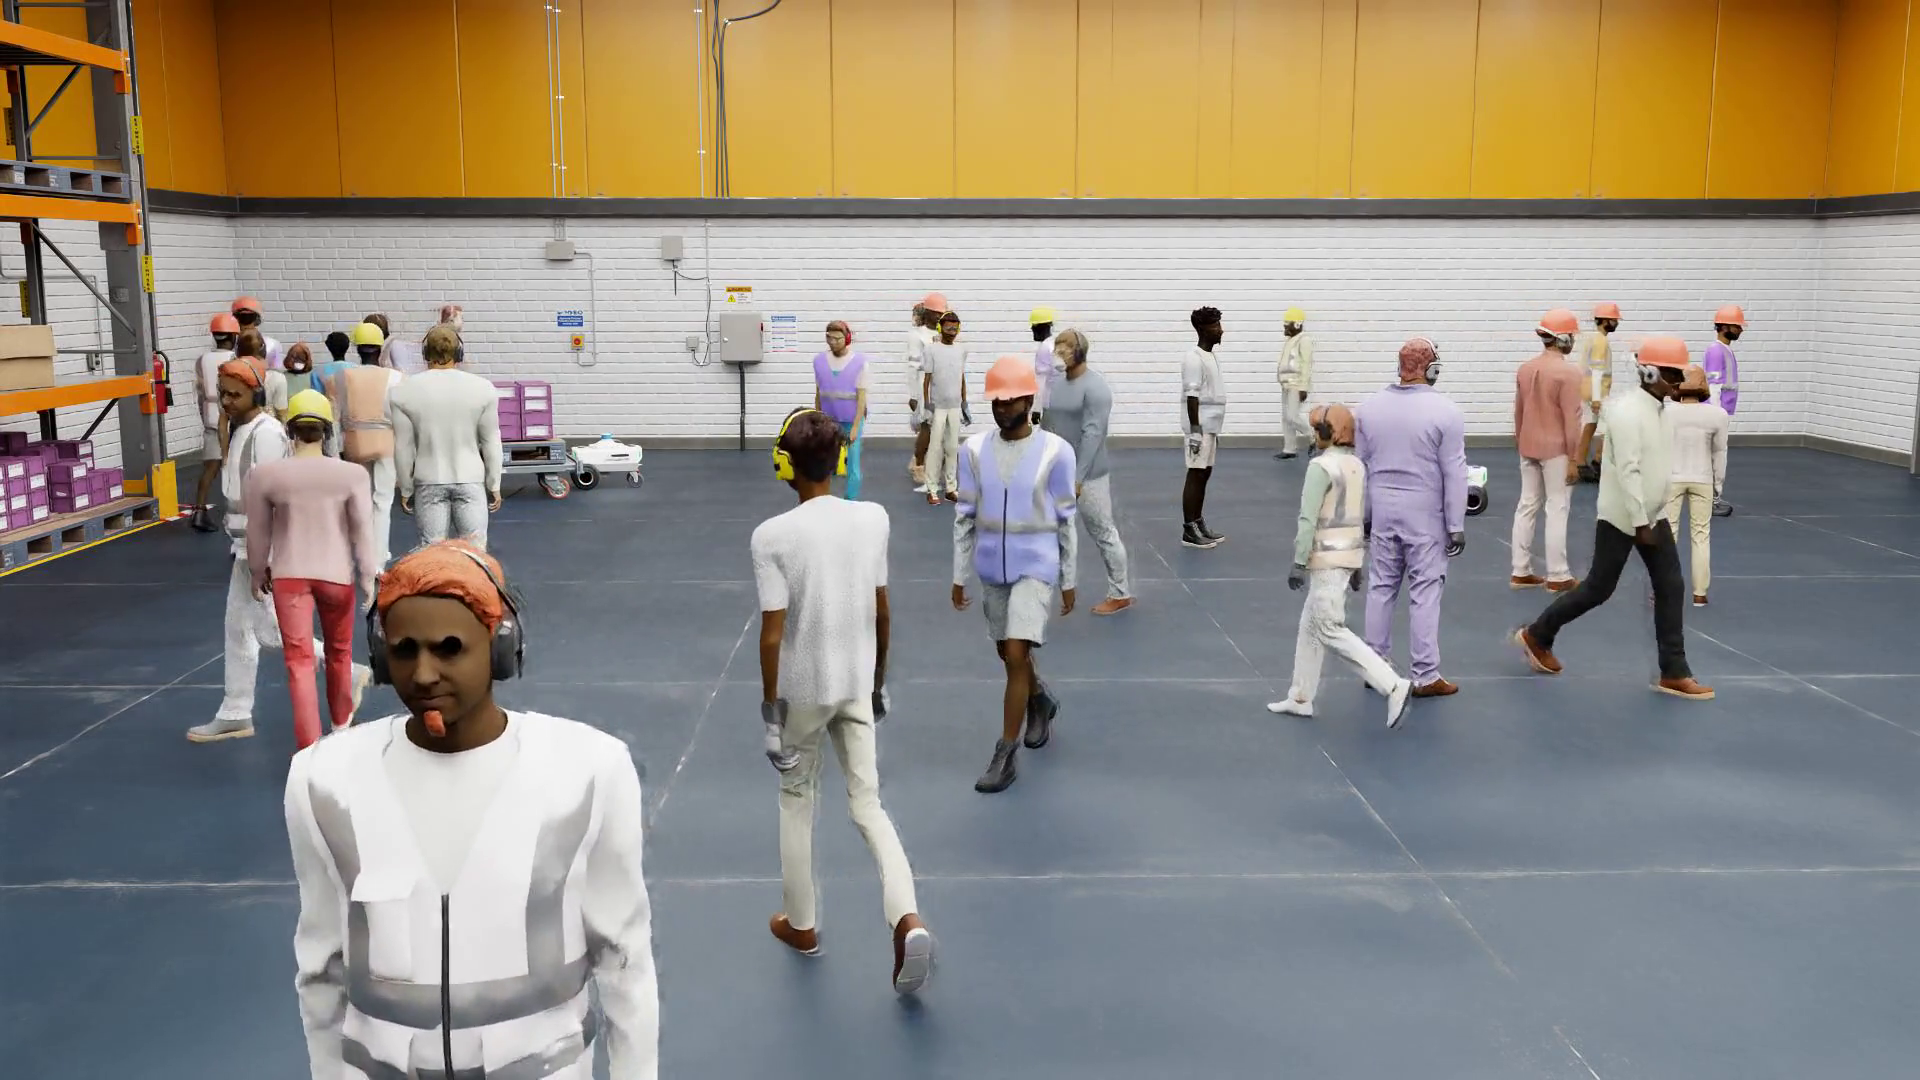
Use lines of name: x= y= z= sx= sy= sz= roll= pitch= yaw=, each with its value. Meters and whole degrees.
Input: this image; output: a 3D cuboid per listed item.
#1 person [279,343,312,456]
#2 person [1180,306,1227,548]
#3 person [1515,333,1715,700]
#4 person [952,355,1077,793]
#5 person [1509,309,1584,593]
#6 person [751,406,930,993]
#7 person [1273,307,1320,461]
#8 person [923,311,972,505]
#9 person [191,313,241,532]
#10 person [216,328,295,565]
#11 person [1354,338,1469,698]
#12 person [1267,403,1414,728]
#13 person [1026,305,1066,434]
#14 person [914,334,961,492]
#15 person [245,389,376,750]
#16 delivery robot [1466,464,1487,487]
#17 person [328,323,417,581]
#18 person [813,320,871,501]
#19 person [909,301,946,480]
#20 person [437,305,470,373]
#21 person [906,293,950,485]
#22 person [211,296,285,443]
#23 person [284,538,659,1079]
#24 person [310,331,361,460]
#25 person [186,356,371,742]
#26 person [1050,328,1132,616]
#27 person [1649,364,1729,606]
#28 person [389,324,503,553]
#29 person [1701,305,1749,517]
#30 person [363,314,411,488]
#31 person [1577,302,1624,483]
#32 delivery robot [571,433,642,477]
person: x=-6.189 y=-1.059 z=15.604 sx=0.549 sy=1.583 sz=0.856 roll=-1 pitch=9 yaw=-9
person: x=1.994 y=-0.927 z=13.621 sx=0.361 sy=1.965 sz=0.613 roll=4 pitch=10 yaw=22
person: x=3.555 y=-0.147 z=8.959 sx=0.576 sy=1.943 sz=1.008 roll=-7 pitch=12 yaw=-37
person: x=0.271 y=0.107 z=7.519 sx=0.556 sy=1.902 sz=0.946 roll=4 pitch=10 yaw=23
person: x=4.172 y=-0.609 z=11.688 sx=0.547 sy=1.994 sz=0.634 roll=-4 pitch=10 yaw=-22
person: x=-0.388 y=0.503 z=5.271 sx=0.533 sy=1.841 sz=0.826 roll=-5 pitch=11 yaw=-29
person: x=3.972 y=-1.828 z=19.587 sx=0.503 sy=1.823 sz=0.605 roll=-2 pitch=9 yaw=-12
person: x=-0.127 y=-1.269 z=16.050 sx=0.517 sy=1.862 sz=0.327 roll=-6 pitch=11 yaw=-31
person: x=-6.405 y=-1.026 z=14.474 sx=0.562 sy=1.893 sz=0.991 roll=2 pitch=9 yaw=11
person: x=-5.190 y=-0.646 z=12.307 sx=0.518 sy=1.831 sz=0.412 roll=0 pitch=9 yaw=2
person: x=2.415 y=-0.121 z=8.867 sx=0.407 sy=1.904 sz=0.654 roll=-9 pitch=13 yaw=-43
person: x=1.914 y=0.128 z=8.235 sx=0.718 sy=1.607 sz=0.525 roll=6 pitch=11 yaw=33
person: x=0.877 y=-1.363 z=16.477 sx=0.469 sy=1.908 sz=0.602 roll=3 pitch=10 yaw=15
person: x=-0.110 y=-1.292 z=16.925 sx=0.688 sy=1.616 sz=0.519 roll=-1 pitch=9 yaw=-7
person: x=-2.981 y=0.167 z=7.666 sx=0.545 sy=1.714 sz=0.905 roll=-4 pitch=10 yaw=-21
delivery robot: x=4.541 y=-0.579 z=15.520 sx=0.707 sy=0.478 sz=0.477 roll=2 pitch=10 yaw=15
person: x=-4.318 y=-0.654 z=12.261 sx=0.611 sy=1.872 sz=0.992 roll=-1 pitch=9 yaw=-5
person: x=-1.068 y=-1.000 z=14.522 sx=0.567 sy=1.811 sz=0.724 roll=3 pitch=10 yaw=19
person: x=-0.344 y=-1.590 z=17.834 sx=0.440 sy=1.922 sz=0.635 roll=-1 pitch=9 yaw=-7
person: x=-5.573 y=-1.590 z=17.942 sx=0.595 sy=1.880 sz=0.671 roll=-3 pitch=10 yaw=-19
person: x=-0.352 y=-1.589 z=17.559 sx=0.632 sy=2.012 sz=0.605 roll=6 pitch=11 yaw=34
person: x=-6.442 y=-1.196 z=15.115 sx=0.621 sy=2.019 sz=0.474 roll=-2 pitch=9 yaw=-12
person: x=-0.791 y=0.896 z=2.813 sx=0.584 sy=1.856 sz=0.872 roll=-1 pitch=9 yaw=-3
person: x=-5.764 y=-1.099 z=15.512 sx=0.547 sy=1.689 sz=0.373 roll=-4 pitch=10 yaw=-23
person: x=-3.295 y=0.047 z=7.956 sx=0.756 sy=1.864 sz=0.602 roll=-7 pitch=11 yaw=-35
person: x=0.708 y=-0.409 z=10.708 sx=1.005 sy=1.884 sz=0.638 roll=-5 pitch=11 yaw=-30
person: x=4.876 y=-0.364 z=11.189 sx=0.498 sy=1.633 sz=0.284 roll=3 pitch=10 yaw=15
person: x=-3.063 y=-0.319 z=9.980 sx=0.630 sy=1.940 sz=0.372 roll=-3 pitch=10 yaw=-15
person: x=7.009 y=-1.188 z=15.317 sx=0.365 sy=1.935 sz=0.547 roll=5 pitch=11 yaw=29
person: x=-5.799 y=-1.431 z=17.191 sx=0.672 sy=1.811 sz=0.696 roll=8 pitch=12 yaw=41
person: x=6.773 y=-1.537 z=17.493 sx=0.529 sy=1.919 sz=0.580 roll=2 pitch=9 yaw=11
delivery robot: x=-3.661 y=-0.862 z=17.255 sx=0.707 sy=0.478 sz=0.477 roll=-3 pitch=10 yaw=-16
